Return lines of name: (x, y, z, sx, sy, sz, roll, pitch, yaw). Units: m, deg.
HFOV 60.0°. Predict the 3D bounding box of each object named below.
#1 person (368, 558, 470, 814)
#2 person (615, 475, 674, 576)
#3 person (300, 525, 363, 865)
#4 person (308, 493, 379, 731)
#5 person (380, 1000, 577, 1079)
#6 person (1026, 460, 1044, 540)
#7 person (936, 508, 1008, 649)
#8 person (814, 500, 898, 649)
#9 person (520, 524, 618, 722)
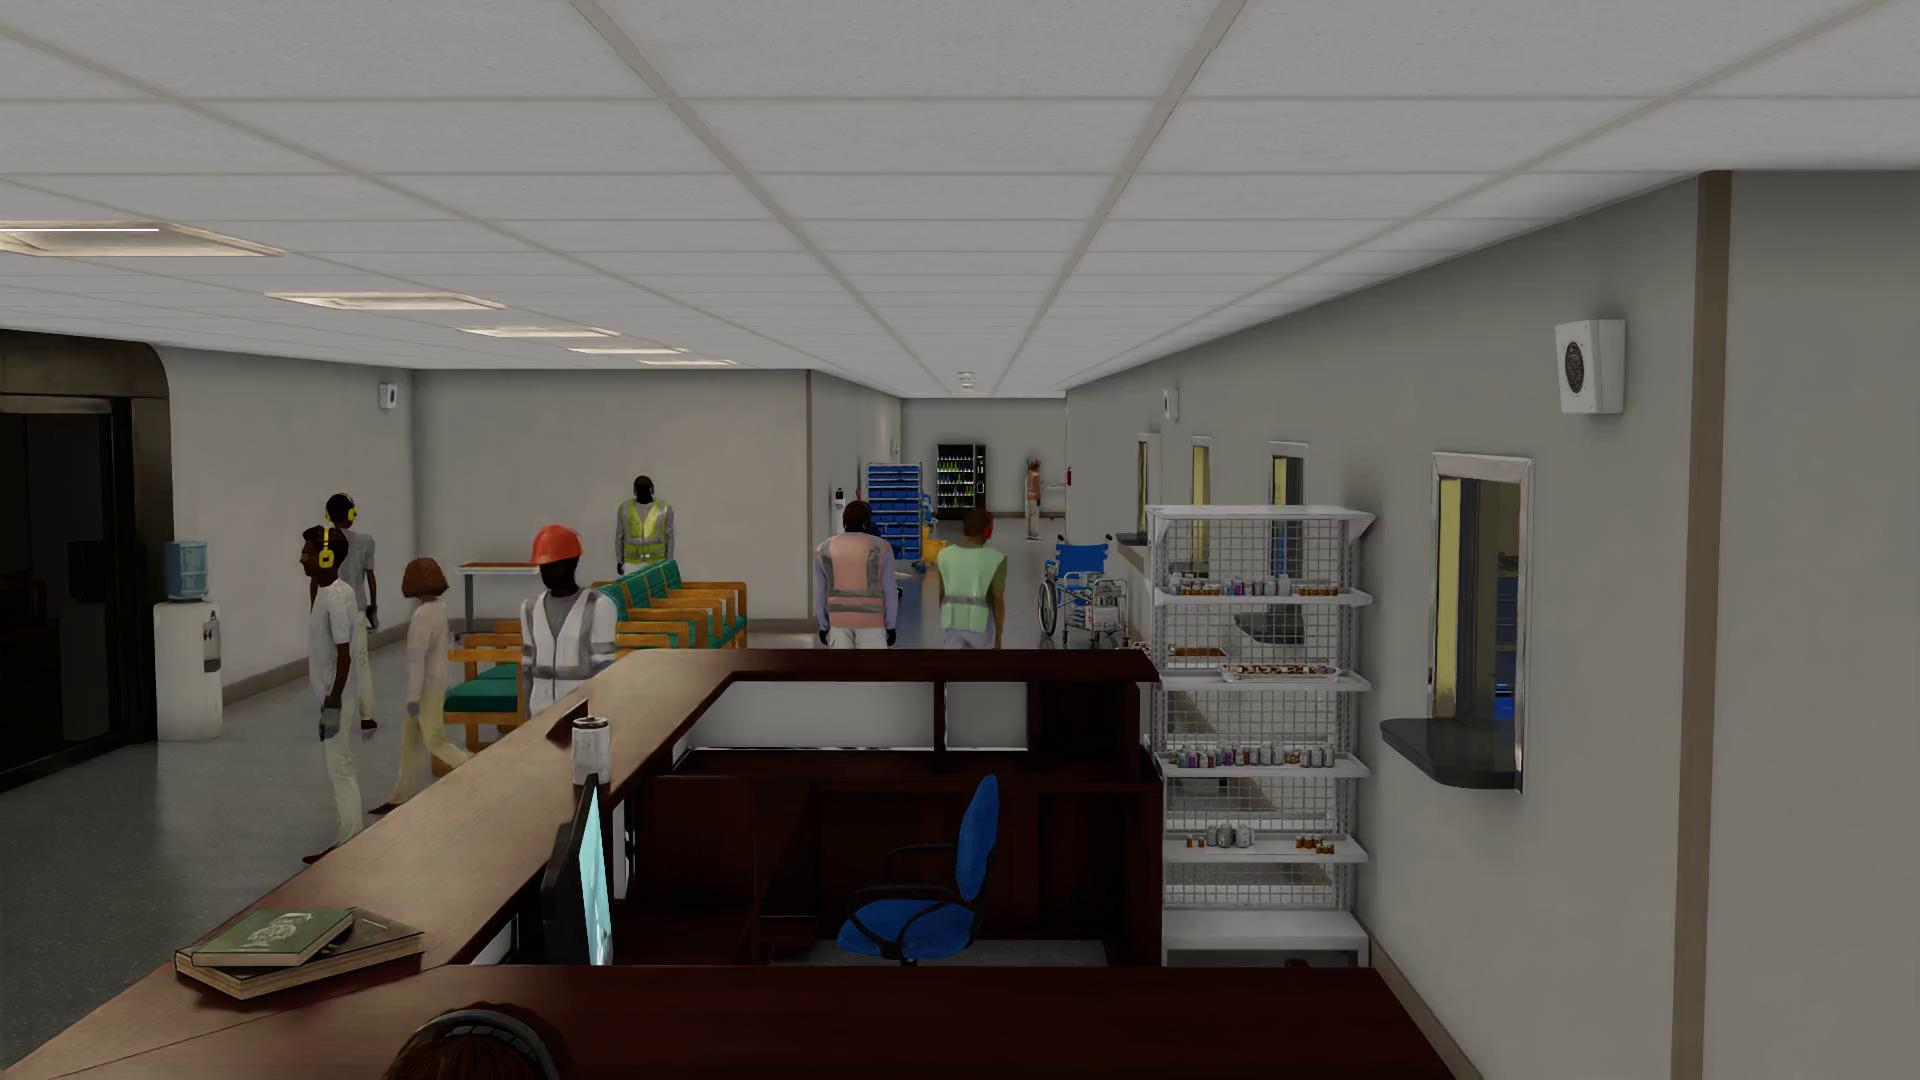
person: (-3.198, 0.904, 10.137, 0.803, 1.599, 0.519, 0, 4, -6)
person: (-3.408, 0.221, 17.966, 0.633, 1.841, 0.429, 0, 4, -5)
person: (-3.358, 0.853, 8.870, 0.327, 1.874, 0.520, -2, 4, -22)
person: (-4.788, 0.570, 12.911, 0.512, 1.866, 0.330, -2, 4, -22)
person: (-0.481, 1.387, 1.702, 0.618, 1.836, 0.430, 1, 4, 9)
person: (1.510, -0.814, 33.881, 0.311, 1.640, 0.514, -1, 4, -19)
person: (0.105, 0.662, 12.196, 0.572, 1.778, 1.015, 1, 4, 18)
person: (-0.754, 0.625, 12.294, 0.622, 1.845, 0.430, 1, 4, 14)
person: (-1.966, 0.865, 8.454, 0.557, 1.914, 0.754, 1, 4, 14)
